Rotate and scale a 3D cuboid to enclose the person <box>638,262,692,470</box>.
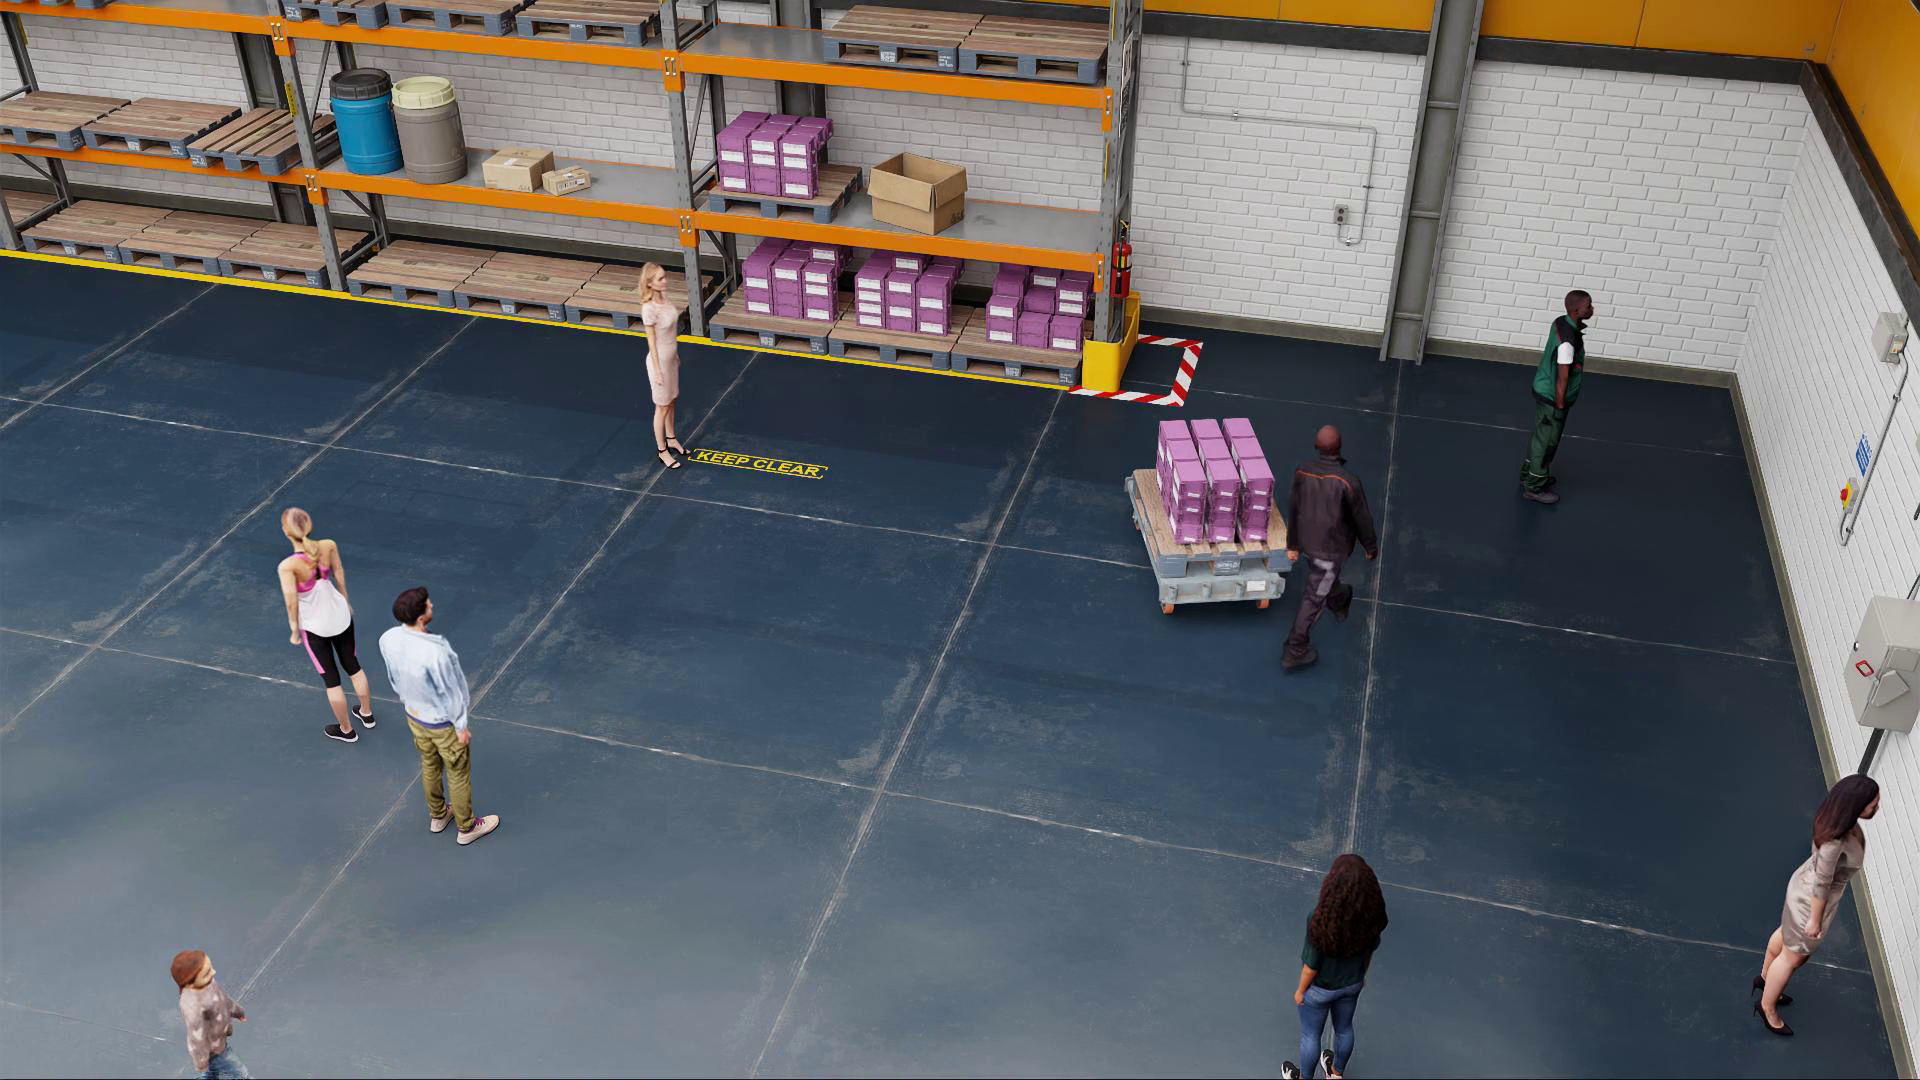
[{"bbox_3d":[-2.487,-1.468,13.874,0.485,1.831,0.564,8,35,12],"label":"person"}]

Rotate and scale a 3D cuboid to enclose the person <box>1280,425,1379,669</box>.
[{"bbox_3d":[2.473,0.096,11.576,1.200,1.768,1.283,-27,42,-34],"label":"person"}]

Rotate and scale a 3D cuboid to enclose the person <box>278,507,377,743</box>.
[{"bbox_3d":[-4.145,0.552,10.874,0.631,1.787,0.669,21,39,28],"label":"person"}]

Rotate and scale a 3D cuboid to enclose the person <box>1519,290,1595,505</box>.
[{"bbox_3d":[4.807,-1.176,13.426,0.606,1.840,0.688,6,34,10],"label":"person"}]

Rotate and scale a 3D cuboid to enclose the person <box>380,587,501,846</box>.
[{"bbox_3d":[-3.185,1.062,10.086,0.611,1.810,0.799,19,38,26],"label":"person"}]

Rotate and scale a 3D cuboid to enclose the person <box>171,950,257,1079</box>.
[{"bbox_3d":[-3.859,2.532,8.447,0.824,1.176,0.693,-7,34,-10],"label":"person"}]

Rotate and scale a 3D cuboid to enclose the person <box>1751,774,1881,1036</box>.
[{"bbox_3d":[4.540,1.917,8.859,0.557,1.744,0.628,14,36,20],"label":"person"}]

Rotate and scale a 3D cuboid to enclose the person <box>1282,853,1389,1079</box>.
[{"bbox_3d":[1.904,2.236,8.494,0.690,1.616,0.772,-10,35,-14],"label":"person"}]
